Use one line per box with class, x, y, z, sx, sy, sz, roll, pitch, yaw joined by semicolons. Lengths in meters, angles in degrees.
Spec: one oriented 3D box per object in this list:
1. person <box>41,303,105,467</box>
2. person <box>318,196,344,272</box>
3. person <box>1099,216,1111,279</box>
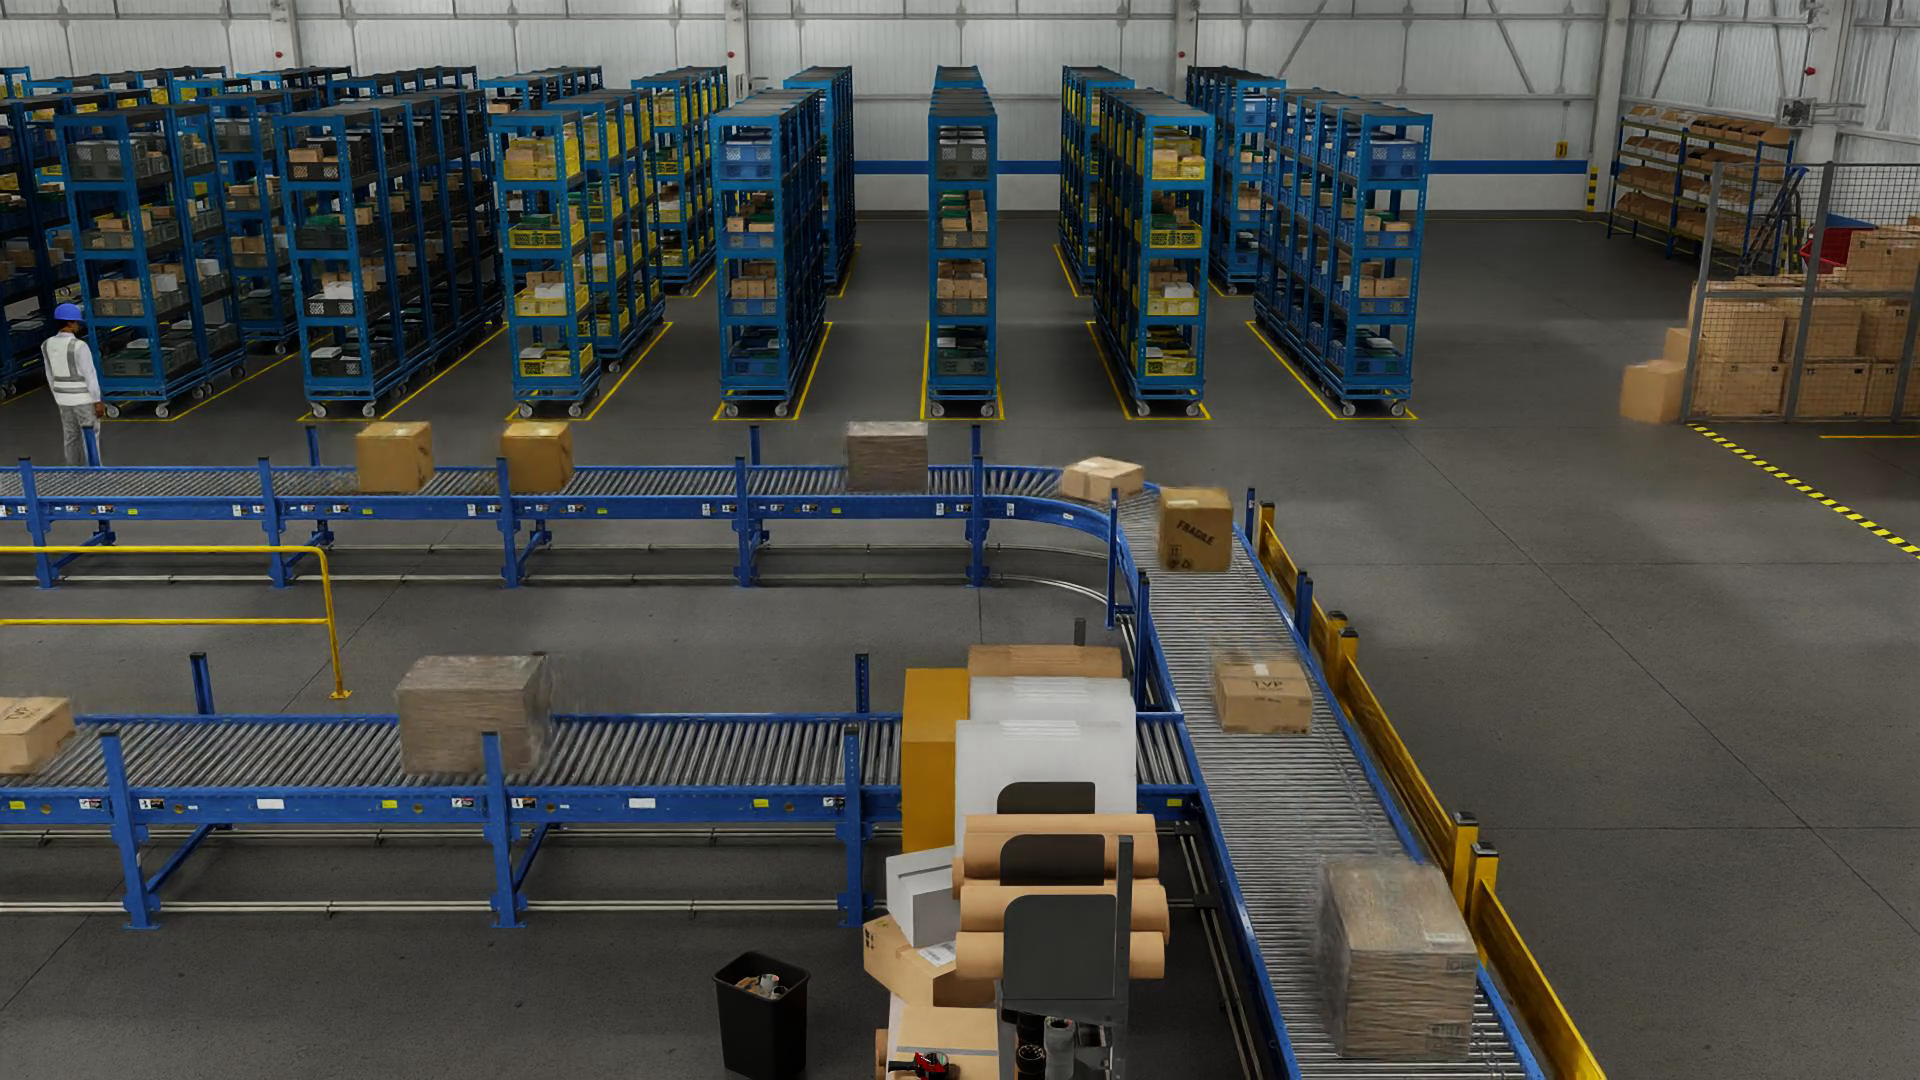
person;-8.975;-1.437;16.926;0.602;1.943;0.394;7;19;19
person;-10.325;-4.721;27.233;0.568;1.819;0.610;-4;19;-13
person;2.403;-4.490;26.507;0.389;1.837;0.560;-15;23;-38
